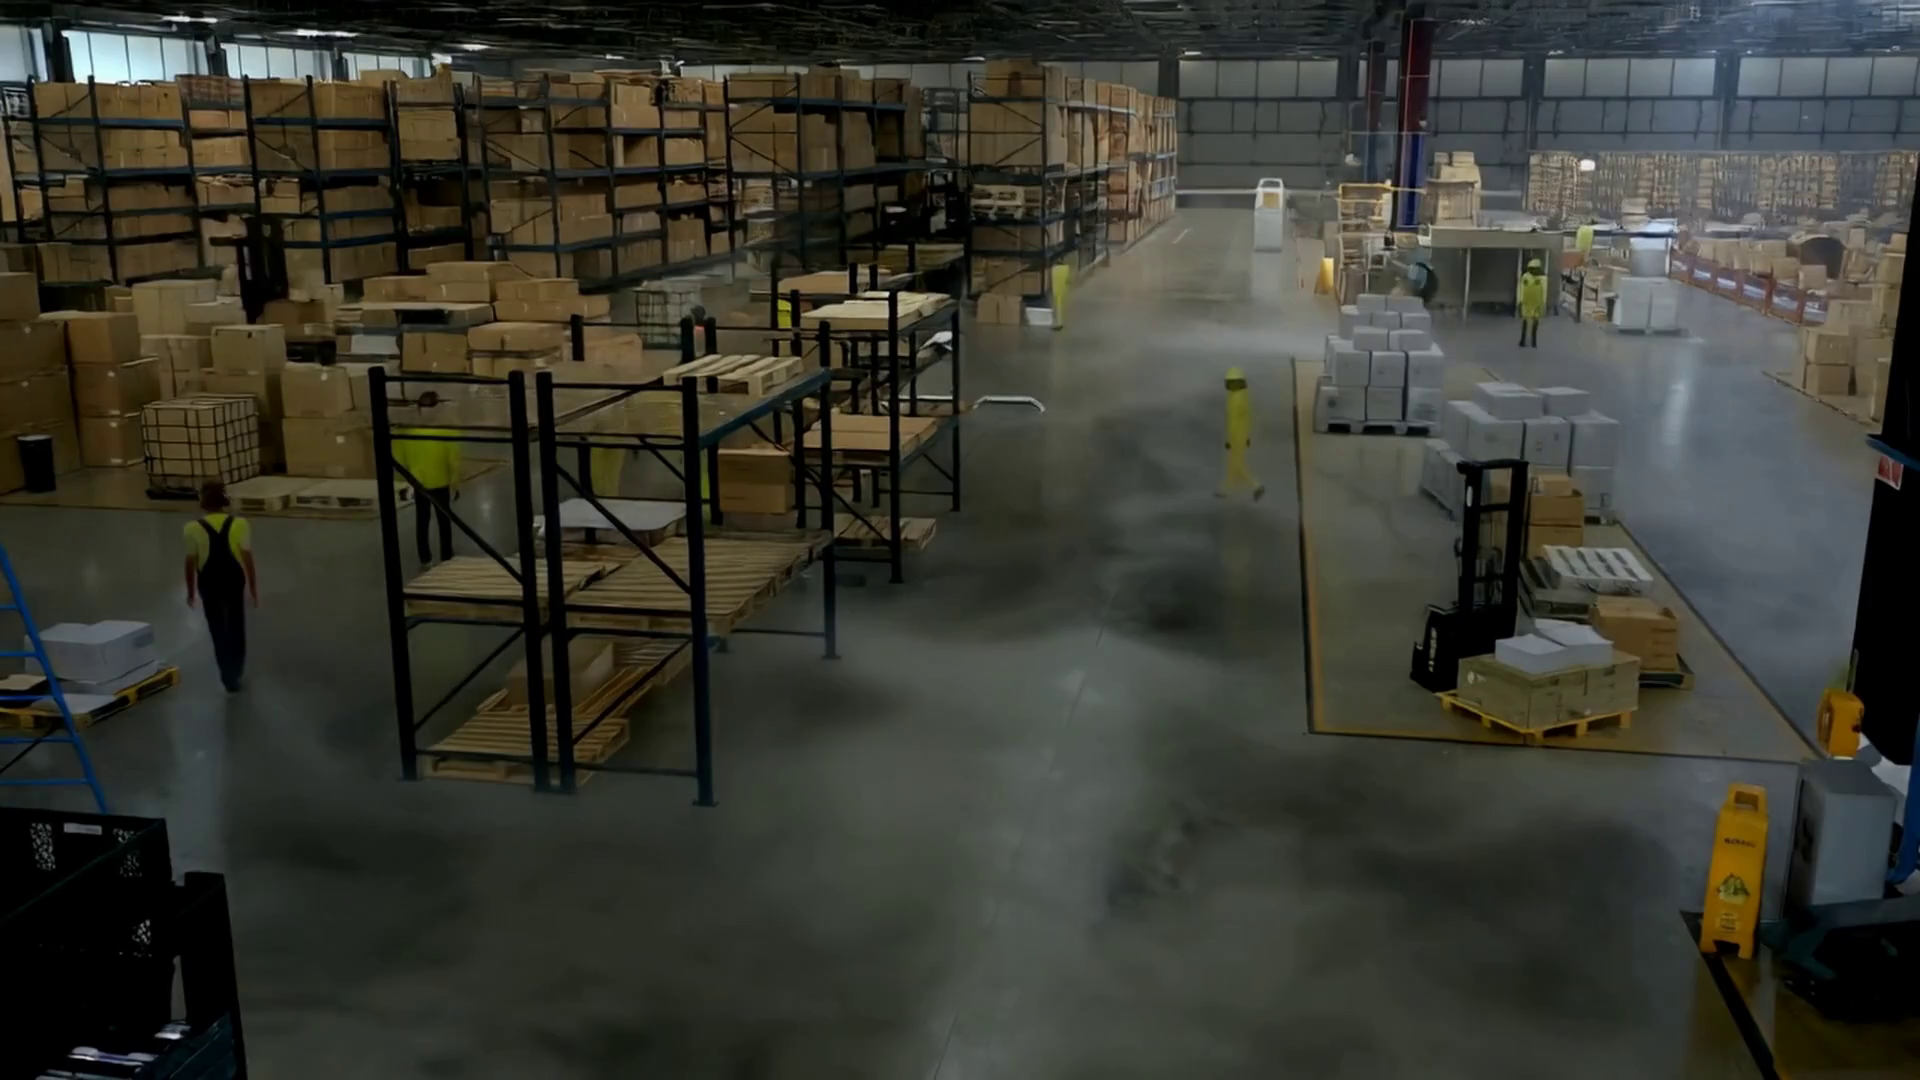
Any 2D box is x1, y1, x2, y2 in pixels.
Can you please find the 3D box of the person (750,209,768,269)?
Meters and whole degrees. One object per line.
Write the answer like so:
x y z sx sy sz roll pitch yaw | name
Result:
-6.814 -10.193 56.342 0.612 2.026 0.590 1 14 2 | person

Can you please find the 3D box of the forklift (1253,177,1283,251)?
12.083 -12.747 64.956 1.129 2.768 1.873 3 14 10 | forklift

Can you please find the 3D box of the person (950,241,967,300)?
-0.036 -7.374 45.655 0.534 1.663 0.865 2 14 10 | person

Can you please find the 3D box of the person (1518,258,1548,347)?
12.395 -5.132 35.987 0.551 1.932 0.376 3 14 14 | person

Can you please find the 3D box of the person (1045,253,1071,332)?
2.248 -5.782 38.855 0.529 1.819 0.934 10 17 36 | person

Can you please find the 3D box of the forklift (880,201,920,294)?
-1.570 -7.315 42.904 1.129 2.768 1.873 3 14 10 | forklift

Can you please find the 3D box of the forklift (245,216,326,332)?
-14.636 -5.449 35.328 1.873 2.768 1.129 2 14 9 | forklift

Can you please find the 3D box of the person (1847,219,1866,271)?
29.683 -9.731 55.056 0.532 1.745 0.671 10 17 34 | person

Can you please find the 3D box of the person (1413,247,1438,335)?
10.610 -5.687 38.023 0.615 2.000 0.700 11 17 37 | person

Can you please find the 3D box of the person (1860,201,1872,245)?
37.125 -13.041 68.374 0.805 1.806 0.595 2 14 10 | person

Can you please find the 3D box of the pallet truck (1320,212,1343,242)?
15.874 -13.227 70.310 0.680 1.201 1.601 10 17 35 | pallet truck

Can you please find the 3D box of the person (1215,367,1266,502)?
3.557 -1.318 20.969 0.745 1.719 0.486 12 18 40 | person

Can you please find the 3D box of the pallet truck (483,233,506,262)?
-11.832 -7.026 43.548 1.885 1.965 0.823 8 16 28 | pallet truck

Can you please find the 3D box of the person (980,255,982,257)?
0.848 -9.281 53.315 0.530 1.699 0.321 -7 16 -28 | person

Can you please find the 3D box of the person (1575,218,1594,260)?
20.679 -9.780 55.159 0.608 1.781 0.944 3 14 13 | person

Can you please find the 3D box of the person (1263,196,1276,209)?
13.194 -13.711 70.856 0.638 1.920 0.727 8 16 30 | person

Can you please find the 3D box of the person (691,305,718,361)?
-4.033 -2.692 26.046 0.382 1.958 0.606 9 17 33 | person

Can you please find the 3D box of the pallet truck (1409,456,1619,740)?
4.504 0.400 13.395 0.823 1.965 1.885 -6 15 -23 | pallet truck

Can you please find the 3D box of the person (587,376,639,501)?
-4.143 -1.156 19.949 0.619 1.876 0.938 -9 16 -31 | person

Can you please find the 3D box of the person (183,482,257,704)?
-6.159 0.398 13.831 0.518 1.786 0.982 -8 16 -31 | person

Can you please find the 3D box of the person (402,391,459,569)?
-5.625 -0.630 17.754 0.581 1.919 0.398 0 14 1 | person

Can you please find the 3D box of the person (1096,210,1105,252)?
4.869 -10.596 58.254 0.456 1.890 0.669 4 14 15 | person

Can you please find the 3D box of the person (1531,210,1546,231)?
21.803 -11.607 62.759 0.534 1.698 0.322 3 14 10 | person

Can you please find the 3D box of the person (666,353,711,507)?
-3.385 -1.363 20.682 0.630 1.938 0.372 8 16 31 | person
